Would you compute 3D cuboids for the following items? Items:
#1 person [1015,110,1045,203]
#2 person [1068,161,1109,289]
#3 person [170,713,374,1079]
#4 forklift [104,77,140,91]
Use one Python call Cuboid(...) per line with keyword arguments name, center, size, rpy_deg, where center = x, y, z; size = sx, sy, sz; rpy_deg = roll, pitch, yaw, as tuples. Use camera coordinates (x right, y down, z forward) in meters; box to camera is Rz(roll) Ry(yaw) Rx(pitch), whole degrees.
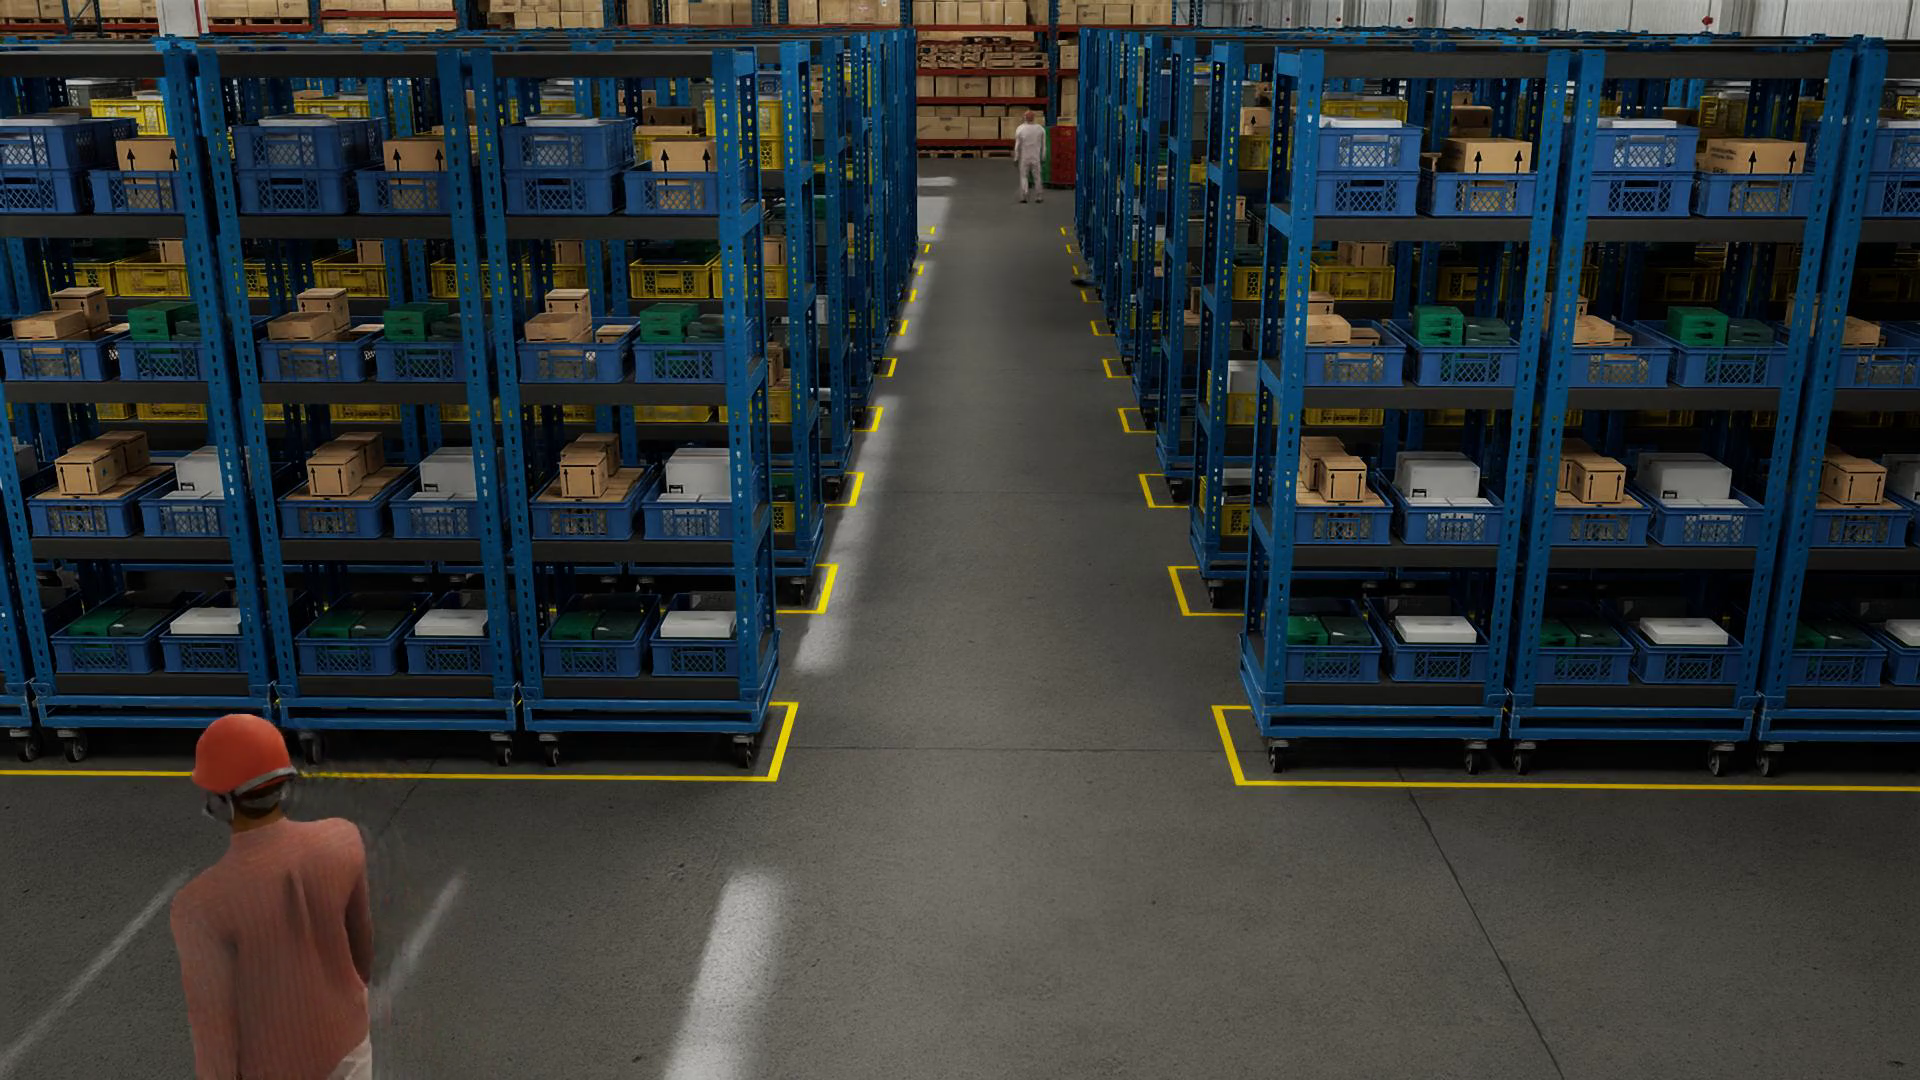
Cuboid(name="person", center=(1.453, -8.004, 34.752), size=(0.652, 1.904, 0.402), rpy_deg=(-4, 18, -14))
Cuboid(name="person", center=(1.967, -4.484, 23.719), size=(0.842, 1.792, 0.599), rpy_deg=(-2, 17, -5))
Cuboid(name="person", center=(-1.925, 1.395, 4.740), size=(1.044, 1.935, 0.650), rpy_deg=(11, 21, 32))
Cuboid(name="forklift", center=(-24.540, -12.921, 48.817), size=(1.129, 2.768, 1.873), rpy_deg=(-6, 18, -18))
